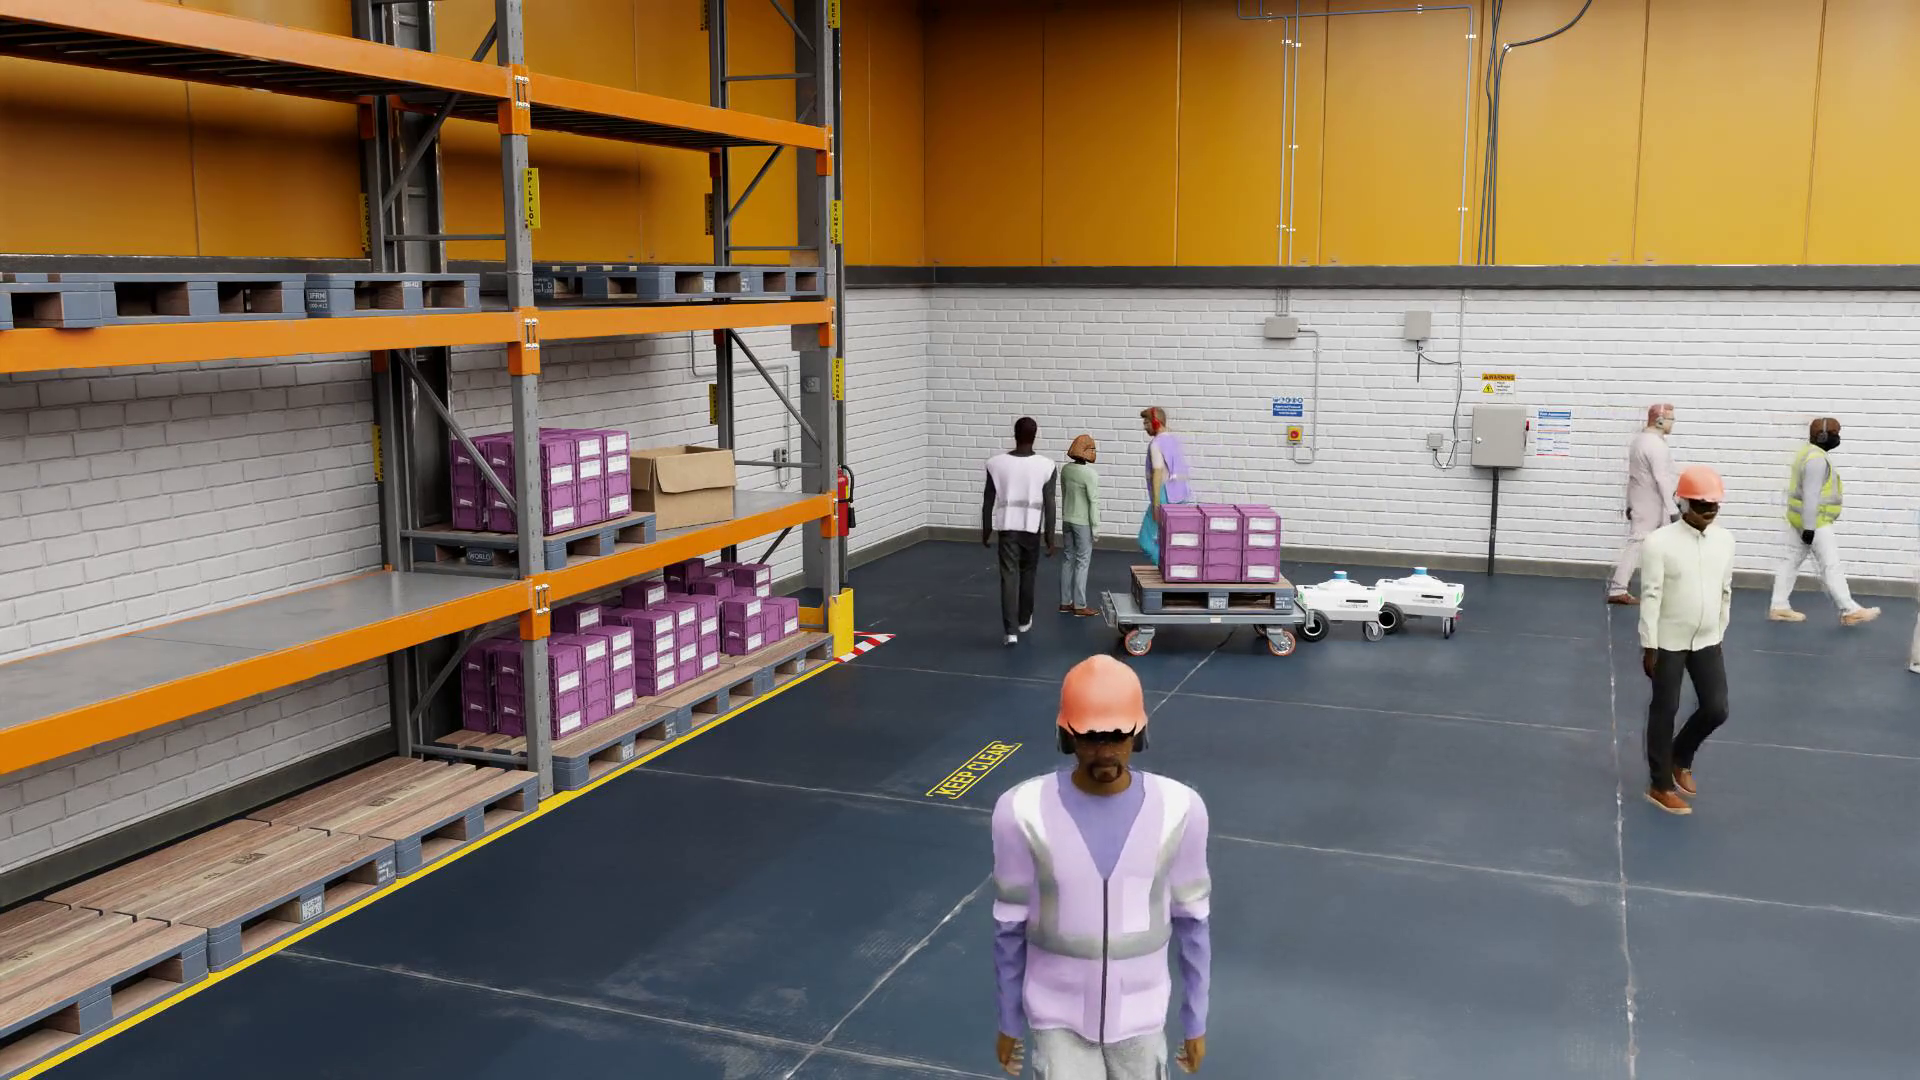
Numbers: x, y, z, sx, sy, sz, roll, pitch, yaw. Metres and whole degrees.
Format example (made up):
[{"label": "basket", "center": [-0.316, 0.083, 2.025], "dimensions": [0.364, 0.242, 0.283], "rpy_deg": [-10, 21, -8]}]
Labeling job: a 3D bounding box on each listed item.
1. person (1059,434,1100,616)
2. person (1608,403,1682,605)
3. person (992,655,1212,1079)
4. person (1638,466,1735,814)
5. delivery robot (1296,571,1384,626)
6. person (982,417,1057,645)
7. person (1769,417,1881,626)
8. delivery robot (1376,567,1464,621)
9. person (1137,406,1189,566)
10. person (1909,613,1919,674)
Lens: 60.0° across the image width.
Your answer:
[{"label": "person", "center": [1.071, -0.133, 14.855], "dimensions": [0.280, 1.624, 0.494], "rpy_deg": [-6, 11, -35]}, {"label": "person", "center": [6.452, -0.316, 15.259], "dimensions": [0.974, 1.859, 0.659], "rpy_deg": [2, 9, 9]}, {"label": "person", "center": [0.393, 1.285, 4.740], "dimensions": [0.613, 2.020, 0.879], "rpy_deg": [0, 9, -2]}, {"label": "person", "center": [4.083, 0.565, 9.356], "dimensions": [0.615, 1.980, 0.425], "rpy_deg": [-2, 9, -11]}, {"label": "delivery robot", "center": [3.173, 0.505, 13.900], "dimensions": [0.707, 0.478, 0.477], "rpy_deg": [1, 9, 6]}, {"label": "person", "center": [0.490, -0.086, 13.831], "dimensions": [0.619, 1.867, 1.009], "rpy_deg": [1, 9, 3]}, {"label": "person", "center": [7.537, -0.154, 14.415], "dimensions": [0.901, 1.802, 0.654], "rpy_deg": [3, 10, 18]}, {"label": "delivery robot", "center": [3.900, 0.473, 14.105], "dimensions": [0.707, 0.478, 0.477], "rpy_deg": [4, 10, 22]}, {"label": "person", "center": [1.885, -0.336, 15.536], "dimensions": [0.486, 1.809, 0.614], "rpy_deg": [5, 10, 28]}, {"label": "person", "center": [7.460, 0.258, 12.420], "dimensions": [0.541, 1.615, 0.626], "rpy_deg": [-6, 11, -32]}]
